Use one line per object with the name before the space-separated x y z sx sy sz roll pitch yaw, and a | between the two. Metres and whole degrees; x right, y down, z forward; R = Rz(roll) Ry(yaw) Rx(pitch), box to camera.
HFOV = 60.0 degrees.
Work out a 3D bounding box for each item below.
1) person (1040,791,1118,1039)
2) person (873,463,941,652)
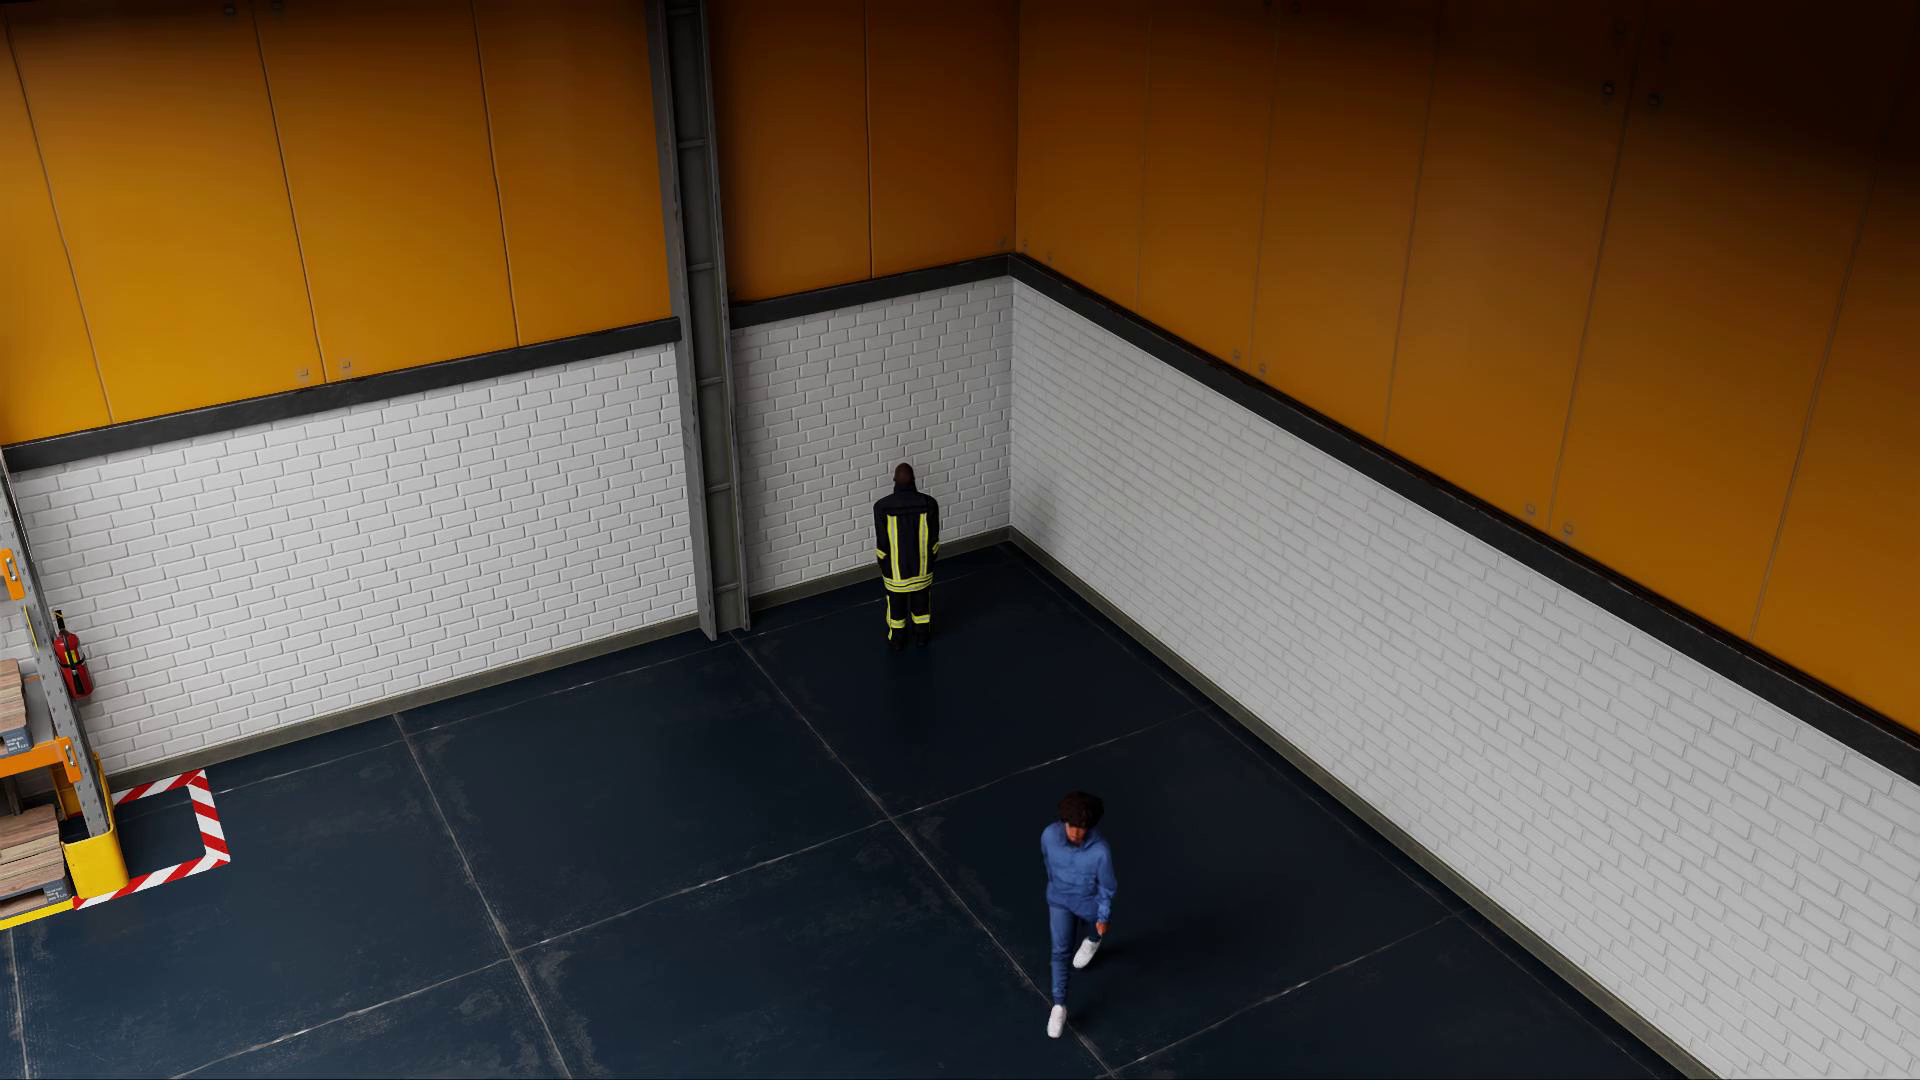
person | 0.784 2.275 10.883 1.189 1.742 1.291 11 31 19
person | -0.467 0.125 14.745 0.742 1.819 0.895 -5 29 -9
